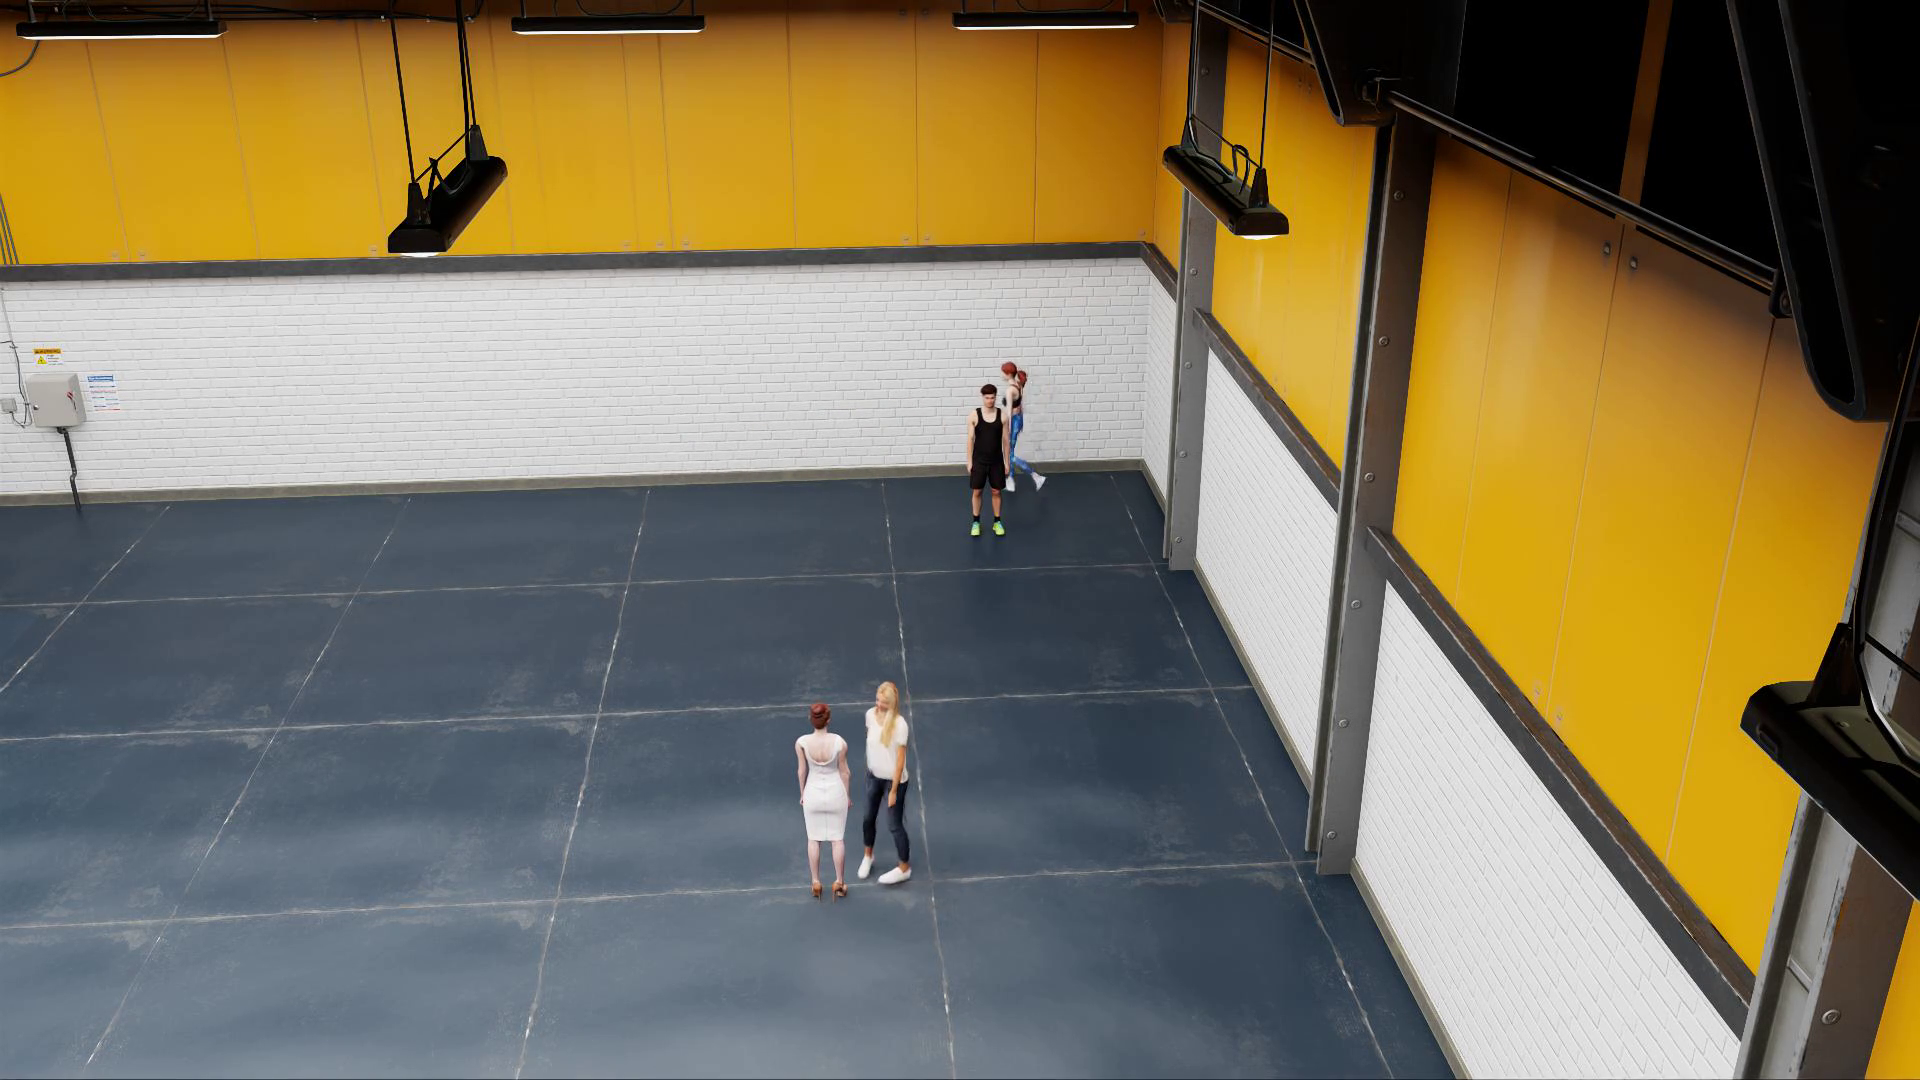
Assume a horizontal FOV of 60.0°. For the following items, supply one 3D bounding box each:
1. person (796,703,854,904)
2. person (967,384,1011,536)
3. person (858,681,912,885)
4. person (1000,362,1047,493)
[{"bbox_3d":[-1.061,2.037,12.979,0.594,1.793,0.519,2,24,4],"label":"person"},{"bbox_3d":[0.332,-0.960,19.717,0.666,1.888,0.552,-1,24,-2],"label":"person"},{"bbox_3d":[-0.530,1.917,13.252,0.768,1.794,0.708,-20,31,-39],"label":"person"},{"bbox_3d":[0.727,-1.350,20.761,0.928,1.766,0.994,11,26,24],"label":"person"}]
